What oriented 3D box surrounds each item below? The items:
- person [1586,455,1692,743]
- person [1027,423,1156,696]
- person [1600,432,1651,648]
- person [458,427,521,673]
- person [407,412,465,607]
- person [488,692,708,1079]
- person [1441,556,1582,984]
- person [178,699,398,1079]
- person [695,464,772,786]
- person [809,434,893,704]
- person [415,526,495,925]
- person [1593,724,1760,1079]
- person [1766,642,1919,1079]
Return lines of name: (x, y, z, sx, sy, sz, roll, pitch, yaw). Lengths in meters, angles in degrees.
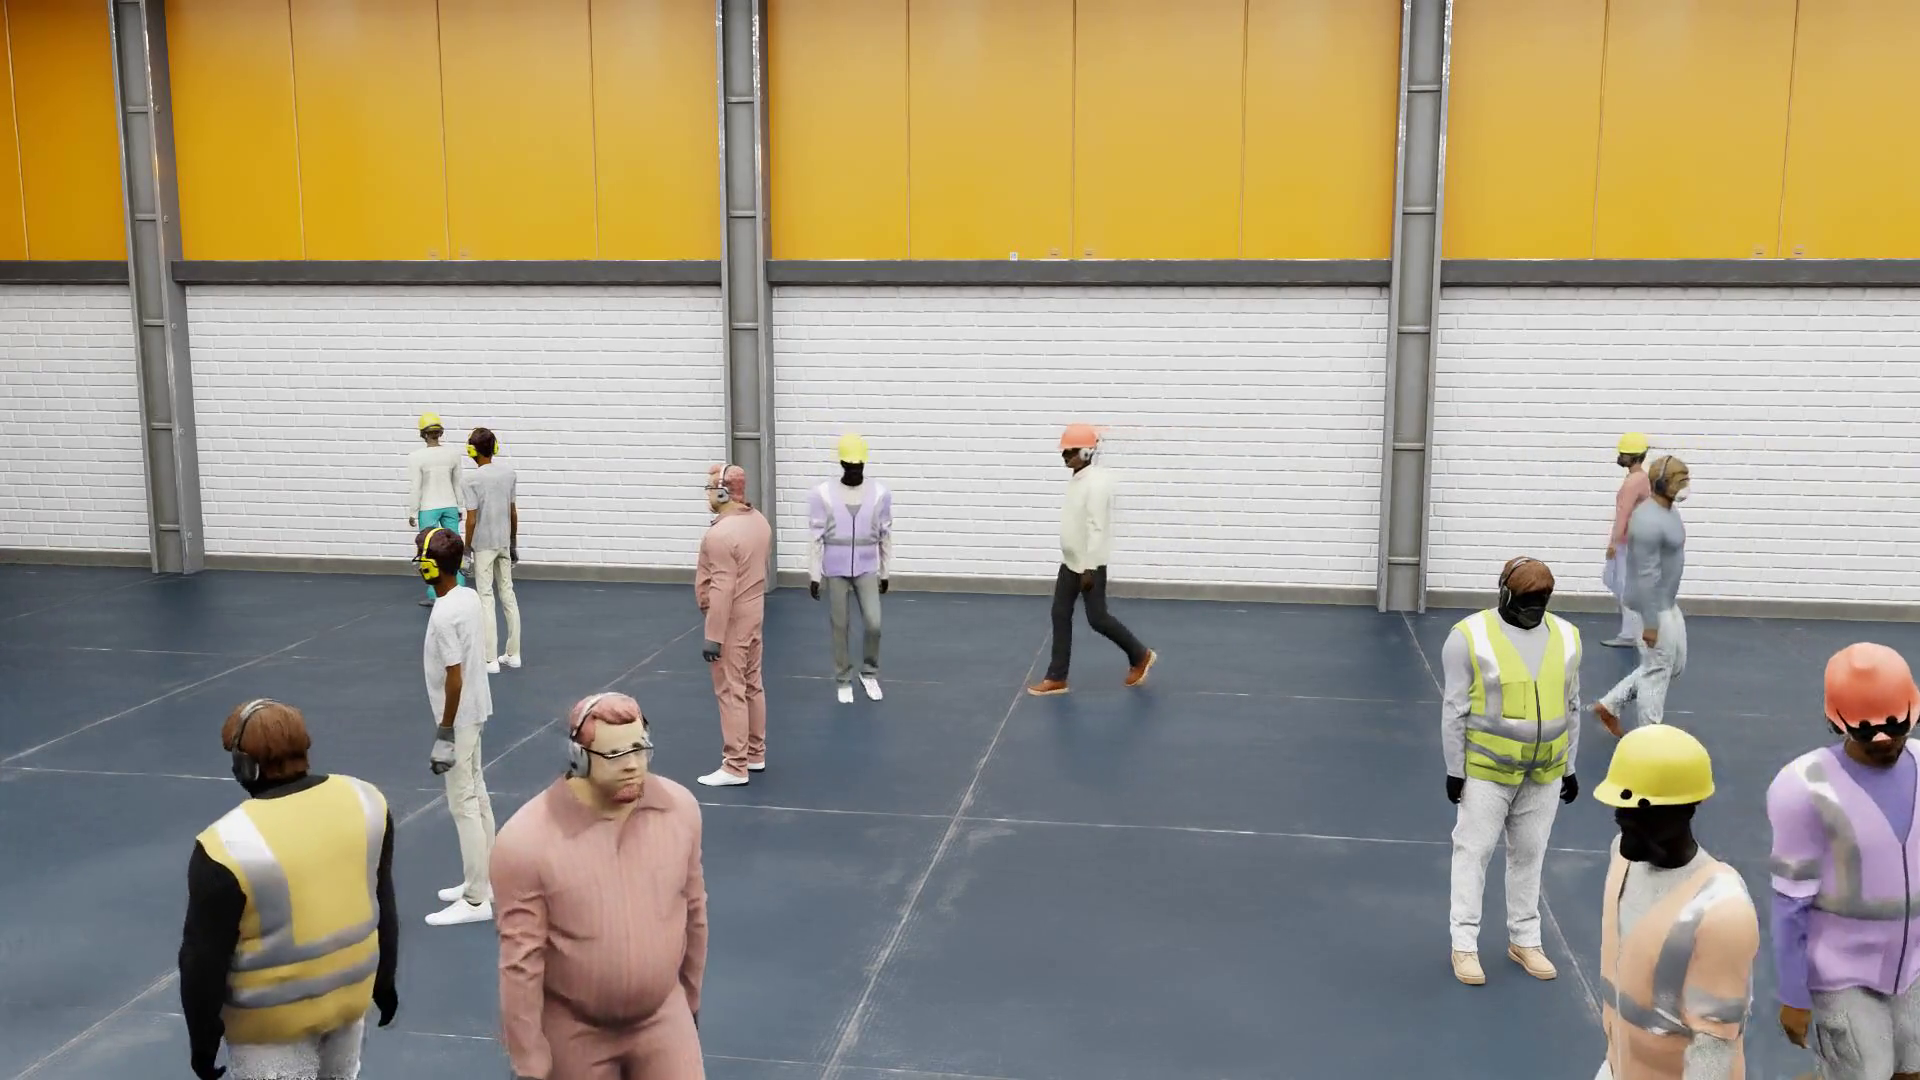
person: (4.231, 0.428, 10.195, 0.572, 1.927, 0.649, 6, 11, 32)
person: (0.962, 0.138, 11.876, 0.888, 1.971, 0.604, -4, 10, -21)
person: (5.336, 0.007, 13.351, 0.371, 1.752, 0.524, 4, 10, 25)
person: (-3.563, 0.076, 12.575, 0.327, 1.865, 0.521, 7, 11, 35)
person: (-4.744, -0.275, 15.045, 0.329, 1.765, 0.533, 9, 13, 43)
person: (-0.961, 1.349, 4.635, 0.655, 1.891, 0.451, -6, 11, -33)
person: (2.364, 0.976, 7.109, 0.623, 1.839, 0.429, -1, 9, -9)
person: (-1.914, 1.362, 4.817, 0.451, 1.822, 0.660, 6, 11, 31)
person: (-1.359, 0.498, 9.842, 0.409, 1.905, 0.652, 3, 10, 16)
person: (-0.761, 0.210, 11.621, 0.609, 1.911, 0.466, -2, 9, -11)
person: (-2.353, 0.861, 7.734, 0.333, 1.866, 0.515, 0, 9, -3)
person: (1.728, 1.405, 4.312, 0.882, 1.887, 0.597, -1, 9, -9)
person: (2.649, 1.240, 5.011, 0.652, 1.987, 0.723, -2, 10, -15)
